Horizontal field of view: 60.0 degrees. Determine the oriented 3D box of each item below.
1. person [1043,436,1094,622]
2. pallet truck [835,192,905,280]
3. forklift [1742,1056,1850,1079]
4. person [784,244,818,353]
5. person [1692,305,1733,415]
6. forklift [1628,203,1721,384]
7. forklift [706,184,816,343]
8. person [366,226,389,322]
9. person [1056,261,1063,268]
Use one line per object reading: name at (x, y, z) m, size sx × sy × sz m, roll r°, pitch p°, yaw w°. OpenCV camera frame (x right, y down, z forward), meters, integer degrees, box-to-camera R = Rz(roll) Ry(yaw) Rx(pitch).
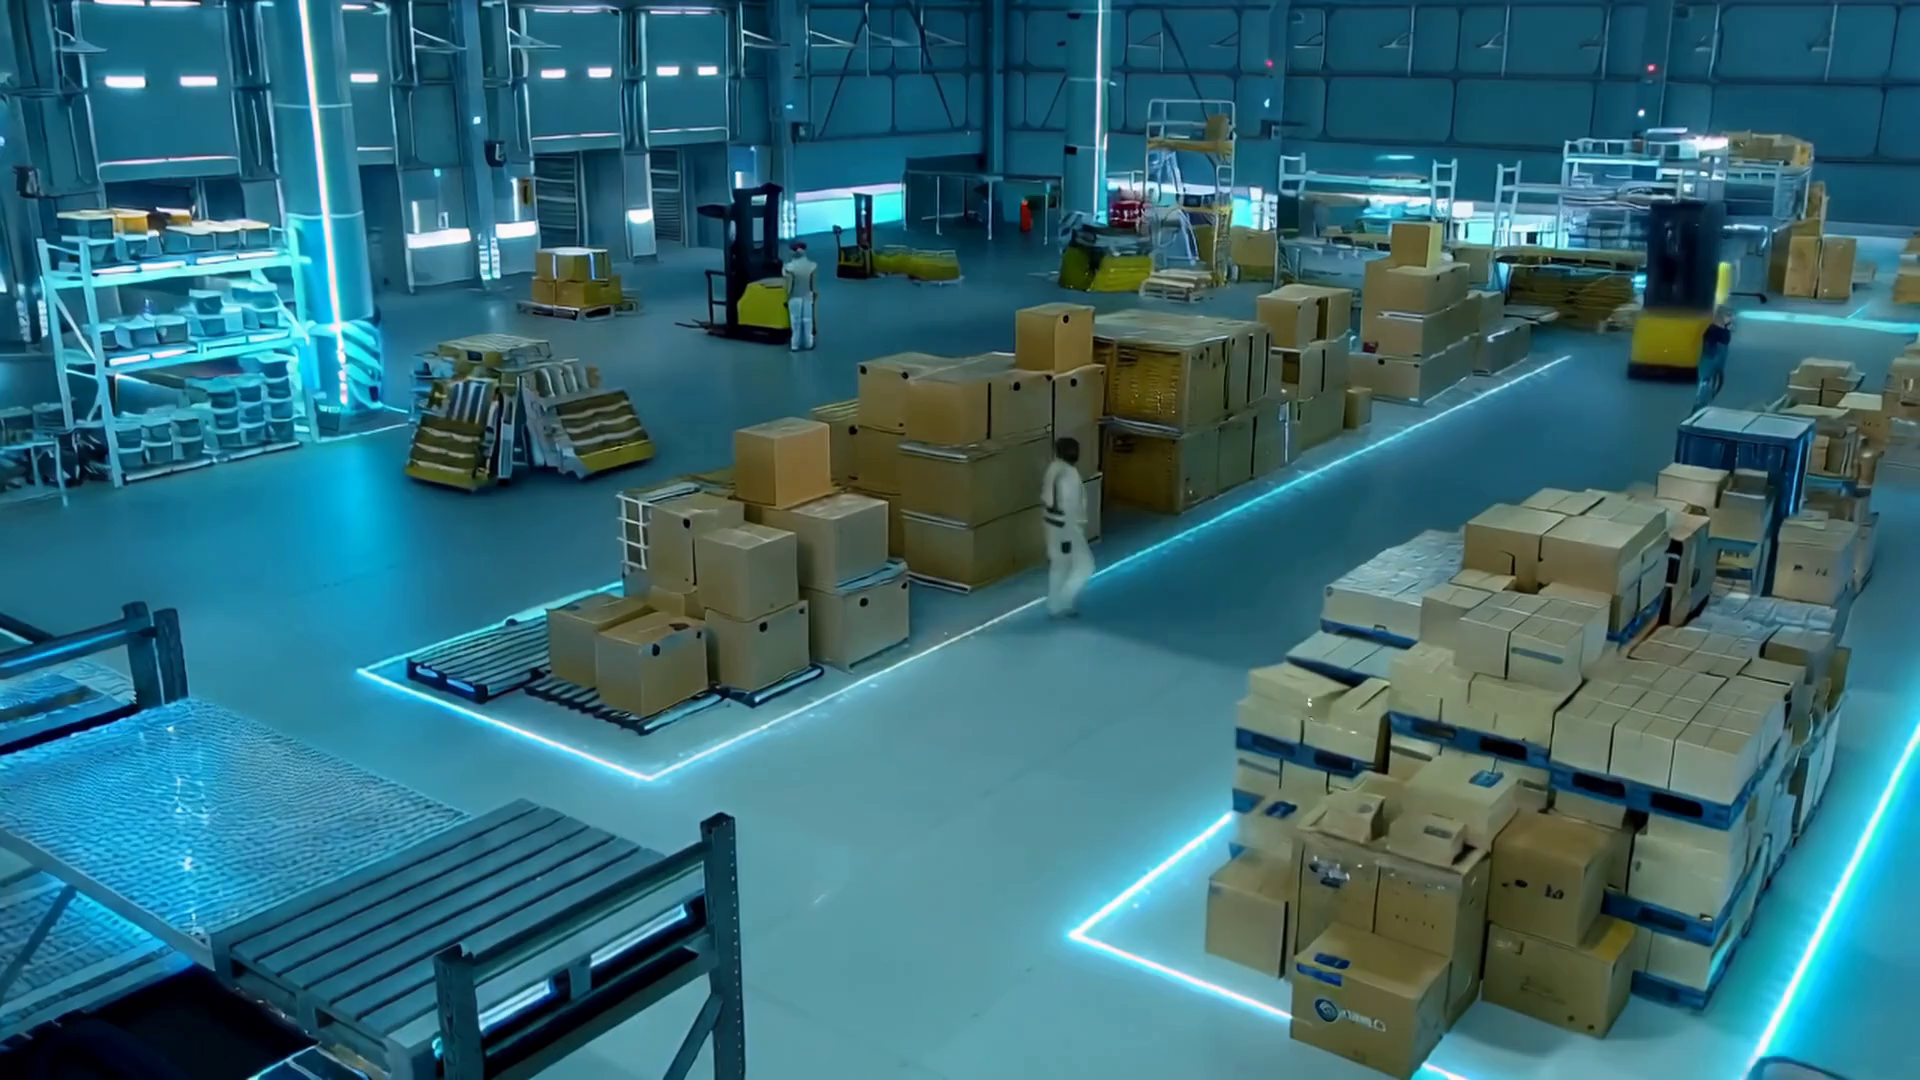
person at (1.022, -0.087, 15.883) m, size 0.464 × 1.812 × 0.637 m, roll -4°, pitch 17°, yaw -14°
pallet truck at (-1.936, -7.159, 38.982) m, size 1.885 × 1.965 × 0.823 m, roll -12°, pitch 21°, yaw -34°
forklift at (4.005, 2.216, 6.436) m, size 1.873 × 2.768 × 1.129 m, roll 12°, pitch 21°, yaw 35°
person at (-2.832, -4.310, 29.677) m, size 0.634 × 1.929 × 0.380 m, roll -9°, pitch 19°, yaw -26°
person at (10.370, -2.275, 22.909) m, size 0.379 × 1.940 × 0.629 m, roll 16°, pitch 23°, yaw 42°
forklift at (11.831, -4.110, 27.384) m, size 1.129 × 2.768 × 1.873 m, roll 9°, pitch 19°, yaw 27°
forklift at (-3.717, -5.181, 30.929) m, size 1.873 × 2.768 × 1.129 m, roll 12°, pitch 21°, yaw 35°
person at (-11.506, -5.225, 32.752) m, size 0.605 × 1.900 × 0.531 m, roll 12°, pitch 20°, yaw 34°
person at (2.820, -7.428, 40.469) m, size 0.847 × 1.654 × 0.522 m, roll -5°, pitch 17°, yaw -15°
